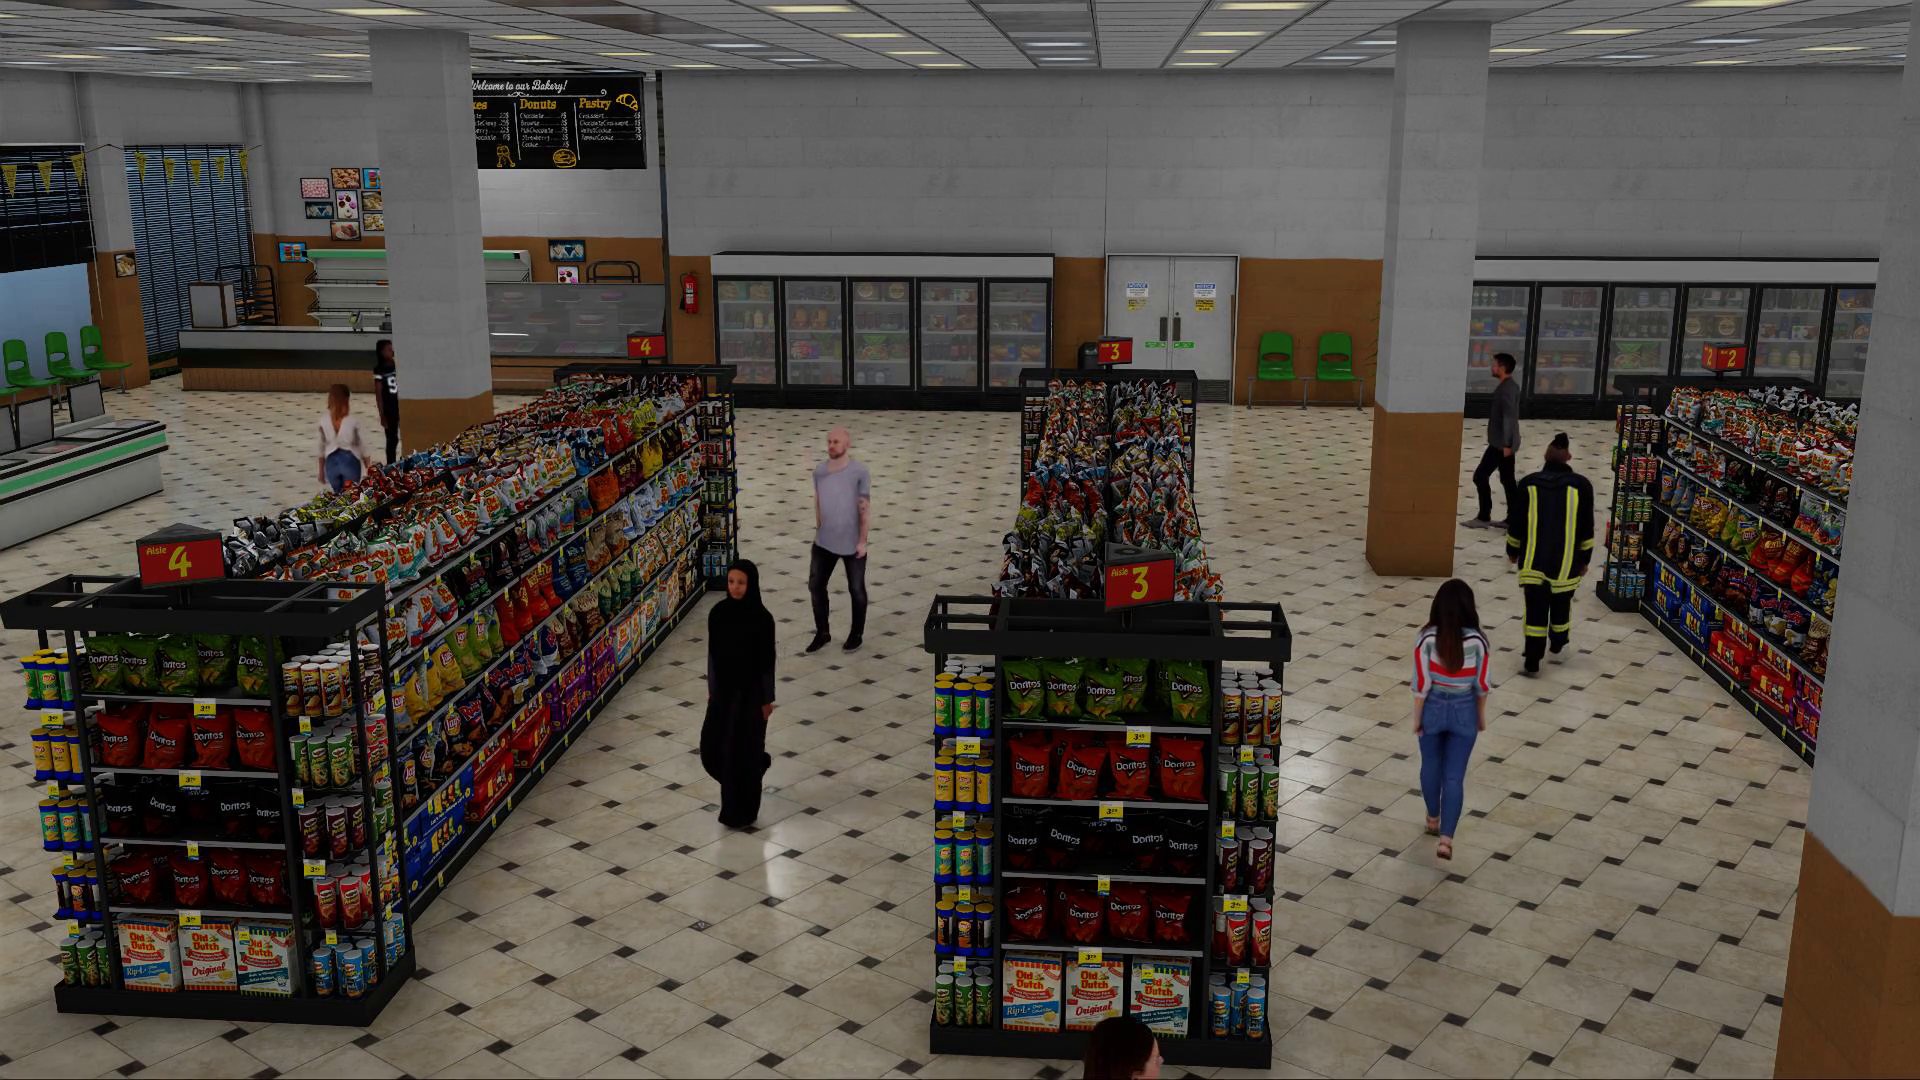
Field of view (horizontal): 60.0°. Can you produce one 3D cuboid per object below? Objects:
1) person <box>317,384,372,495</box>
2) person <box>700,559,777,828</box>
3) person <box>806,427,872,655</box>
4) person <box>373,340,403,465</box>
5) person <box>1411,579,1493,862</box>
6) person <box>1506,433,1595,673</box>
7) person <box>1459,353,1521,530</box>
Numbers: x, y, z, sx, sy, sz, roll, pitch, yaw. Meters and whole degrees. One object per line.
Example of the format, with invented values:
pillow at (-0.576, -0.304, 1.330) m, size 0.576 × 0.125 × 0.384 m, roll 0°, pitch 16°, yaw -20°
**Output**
person at (-5.967, -0.631, 16.025) m, size 0.610 × 1.706 × 0.726 m, roll 1°, pitch 14°, yaw 6°
person at (-1.282, 0.887, 9.979) m, size 0.751 × 1.606 × 0.893 m, roll 6°, pitch 15°, yaw 22°
person at (-0.890, -0.008, 13.212) m, size 0.756 × 1.821 × 0.808 m, roll 4°, pitch 14°, yaw 18°
person at (-6.698, -1.495, 19.560) m, size 0.830 × 1.719 × 0.750 m, roll 10°, pitch 17°, yaw 35°
person at (2.759, 1.041, 9.405) m, size 0.733 × 1.577 × 1.120 m, roll 4°, pitch 14°, yaw 17°
person at (4.482, 0.127, 12.644) m, size 0.949 × 1.827 × 1.176 m, roll 5°, pitch 14°, yaw 19°
person at (5.696, -0.984, 17.176) m, size 0.928 × 1.850 × 0.872 m, roll 6°, pitch 15°, yaw 24°
